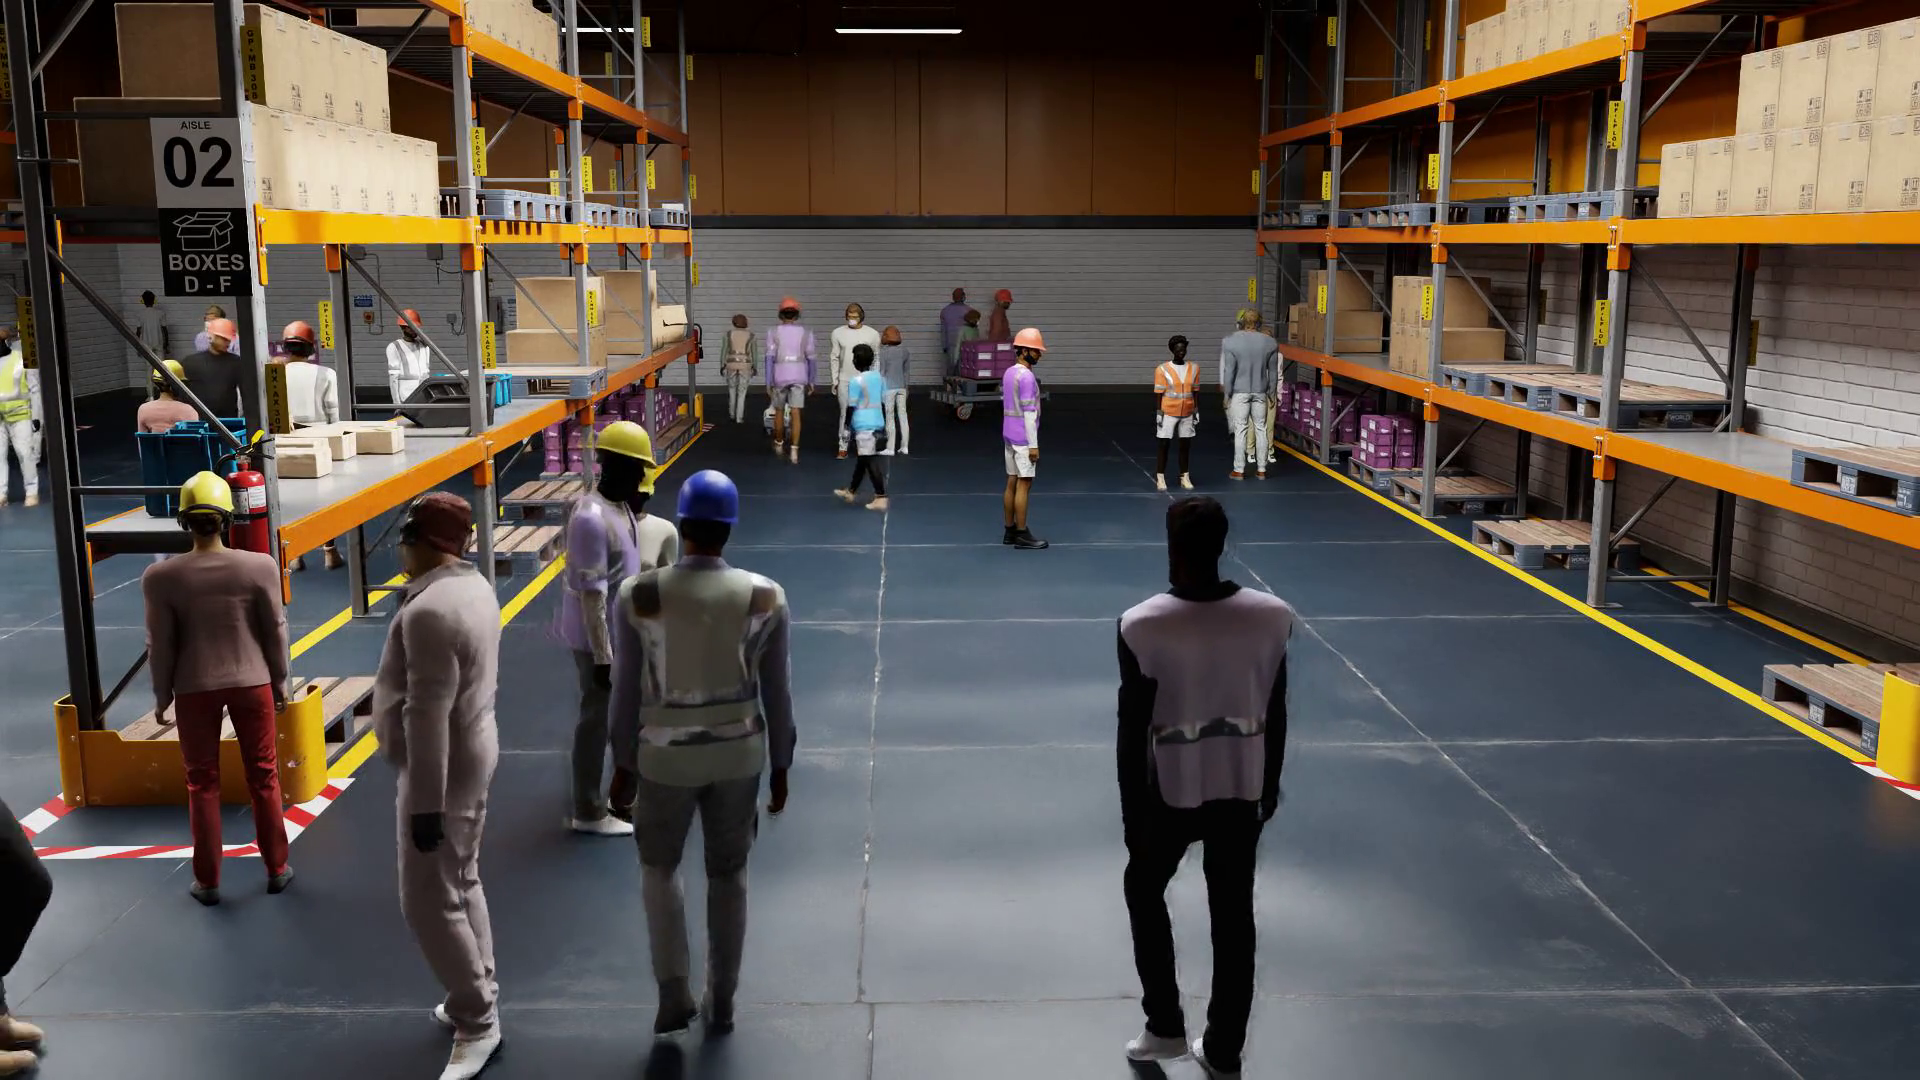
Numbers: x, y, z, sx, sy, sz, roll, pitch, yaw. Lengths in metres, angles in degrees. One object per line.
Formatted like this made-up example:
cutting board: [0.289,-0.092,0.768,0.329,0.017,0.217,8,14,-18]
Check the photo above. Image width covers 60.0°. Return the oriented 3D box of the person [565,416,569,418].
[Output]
person: [-5.595,-2.432,23.370,0.355,1.877,0.575,8,13,39]

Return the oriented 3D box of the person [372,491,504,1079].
person: [-1.714,0.790,5.475,0.426,1.868,0.780,-1,10,-5]

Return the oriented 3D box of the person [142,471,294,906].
person: [-3.003,0.601,6.760,0.524,1.769,0.315,-5,11,-27]

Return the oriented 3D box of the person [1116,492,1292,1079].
person: [0.770,0.799,5.298,0.608,1.901,0.475,-2,10,-12]

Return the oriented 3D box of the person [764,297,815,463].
person: [-2.101,-1.971,20.447,0.639,1.988,1.024,-2,10,-13]

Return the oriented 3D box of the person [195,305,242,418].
person: [-8.690,-1.791,19.621,0.629,1.936,0.372,1,10,6]

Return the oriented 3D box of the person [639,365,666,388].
person: [-4.623,-2.731,24.853,0.364,1.933,0.552,9,14,41]

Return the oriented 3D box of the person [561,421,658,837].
person: [-1.515,0.421,7.419,0.590,1.884,0.615,1,10,5]

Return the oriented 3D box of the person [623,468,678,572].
person: [-1.598,0.422,7.827,0.544,1.733,0.626,-5,11,-25]

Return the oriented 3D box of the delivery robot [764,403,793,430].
delivery robot: [-2.465,-1.715,22.778,0.477,0.478,0.707,1,10,4]

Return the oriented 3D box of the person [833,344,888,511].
person: [-1.016,-1.134,16.714,0.791,1.657,0.548,6,12,31]

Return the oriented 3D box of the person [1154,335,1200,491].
person: [2.336,-1.365,17.945,0.536,1.690,0.322,-3,11,-17]

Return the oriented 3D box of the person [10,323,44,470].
person: [-11.021,-1.738,19.743,0.595,1.785,0.802,-3,11,-17]

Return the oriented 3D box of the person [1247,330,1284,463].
person: [3.687,-1.742,20.212,0.493,1.625,0.282,-2,10,-12]

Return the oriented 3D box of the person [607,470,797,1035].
person: [-0.864,0.733,5.613,0.632,1.917,0.598,-2,10,-13]

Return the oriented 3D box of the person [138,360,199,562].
person: [-6.144,-0.525,13.036,0.534,1.767,0.314,2,10,10]

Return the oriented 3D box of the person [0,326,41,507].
person: [-9.636,-1.240,16.814,0.633,1.842,0.429,-2,10,-9]

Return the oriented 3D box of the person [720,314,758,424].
person: [-3.264,-2.535,24.668,0.553,1.623,0.516,0,10,-1]

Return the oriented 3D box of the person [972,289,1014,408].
person: [0.541,-3.034,26.523,0.887,1.946,0.652,0,10,3]

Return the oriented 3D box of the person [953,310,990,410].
person: [0.180,-2.872,26.587,0.776,1.588,0.553,7,12,33]

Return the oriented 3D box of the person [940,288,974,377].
person: [-0.004,-3.283,27.996,0.649,1.913,0.409,5,12,28]

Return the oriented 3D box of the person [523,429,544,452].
person: [-5.434,-2.044,21.321,0.629,1.837,0.429,-7,12,-34]

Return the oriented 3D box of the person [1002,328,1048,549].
person: [0.568,-0.887,14.597,0.375,1.931,0.542,-3,11,-18]

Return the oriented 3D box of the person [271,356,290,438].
person: [-6.338,-0.944,15.836,0.556,1.590,0.838,6,12,28]

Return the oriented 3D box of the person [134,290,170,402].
person: [-13.540,-3.247,27.902,0.513,1.876,0.328,-6,12,-32]

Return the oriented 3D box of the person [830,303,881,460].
person: [-1.291,-1.945,20.488,0.627,1.933,0.371,0,10,1]

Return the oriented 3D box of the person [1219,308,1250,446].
person: [3.663,-2.082,21.558,0.624,1.817,0.424,0,10,-3]

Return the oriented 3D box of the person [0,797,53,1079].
person: [-3.125,0.842,5.231,0.429,1.830,0.517,-3,10,-14]

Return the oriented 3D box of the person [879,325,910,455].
person: [-0.841,-1.881,20.962,0.507,1.631,0.266,-9,13,-40]

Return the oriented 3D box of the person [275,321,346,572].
person: [-5.351,-0.763,13.596,0.615,2.038,0.396,-2,10,-13]

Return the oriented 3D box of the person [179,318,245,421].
person: [-7.051,-1.119,15.852,0.647,1.951,0.801,-9,14,-41]

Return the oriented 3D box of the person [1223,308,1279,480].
person: [3.265,-1.635,18.747,0.630,1.935,0.366,-1,10,-5]

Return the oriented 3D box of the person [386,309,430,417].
person: [-6.086,-1.598,18.537,0.359,1.936,0.552,6,12,31]
